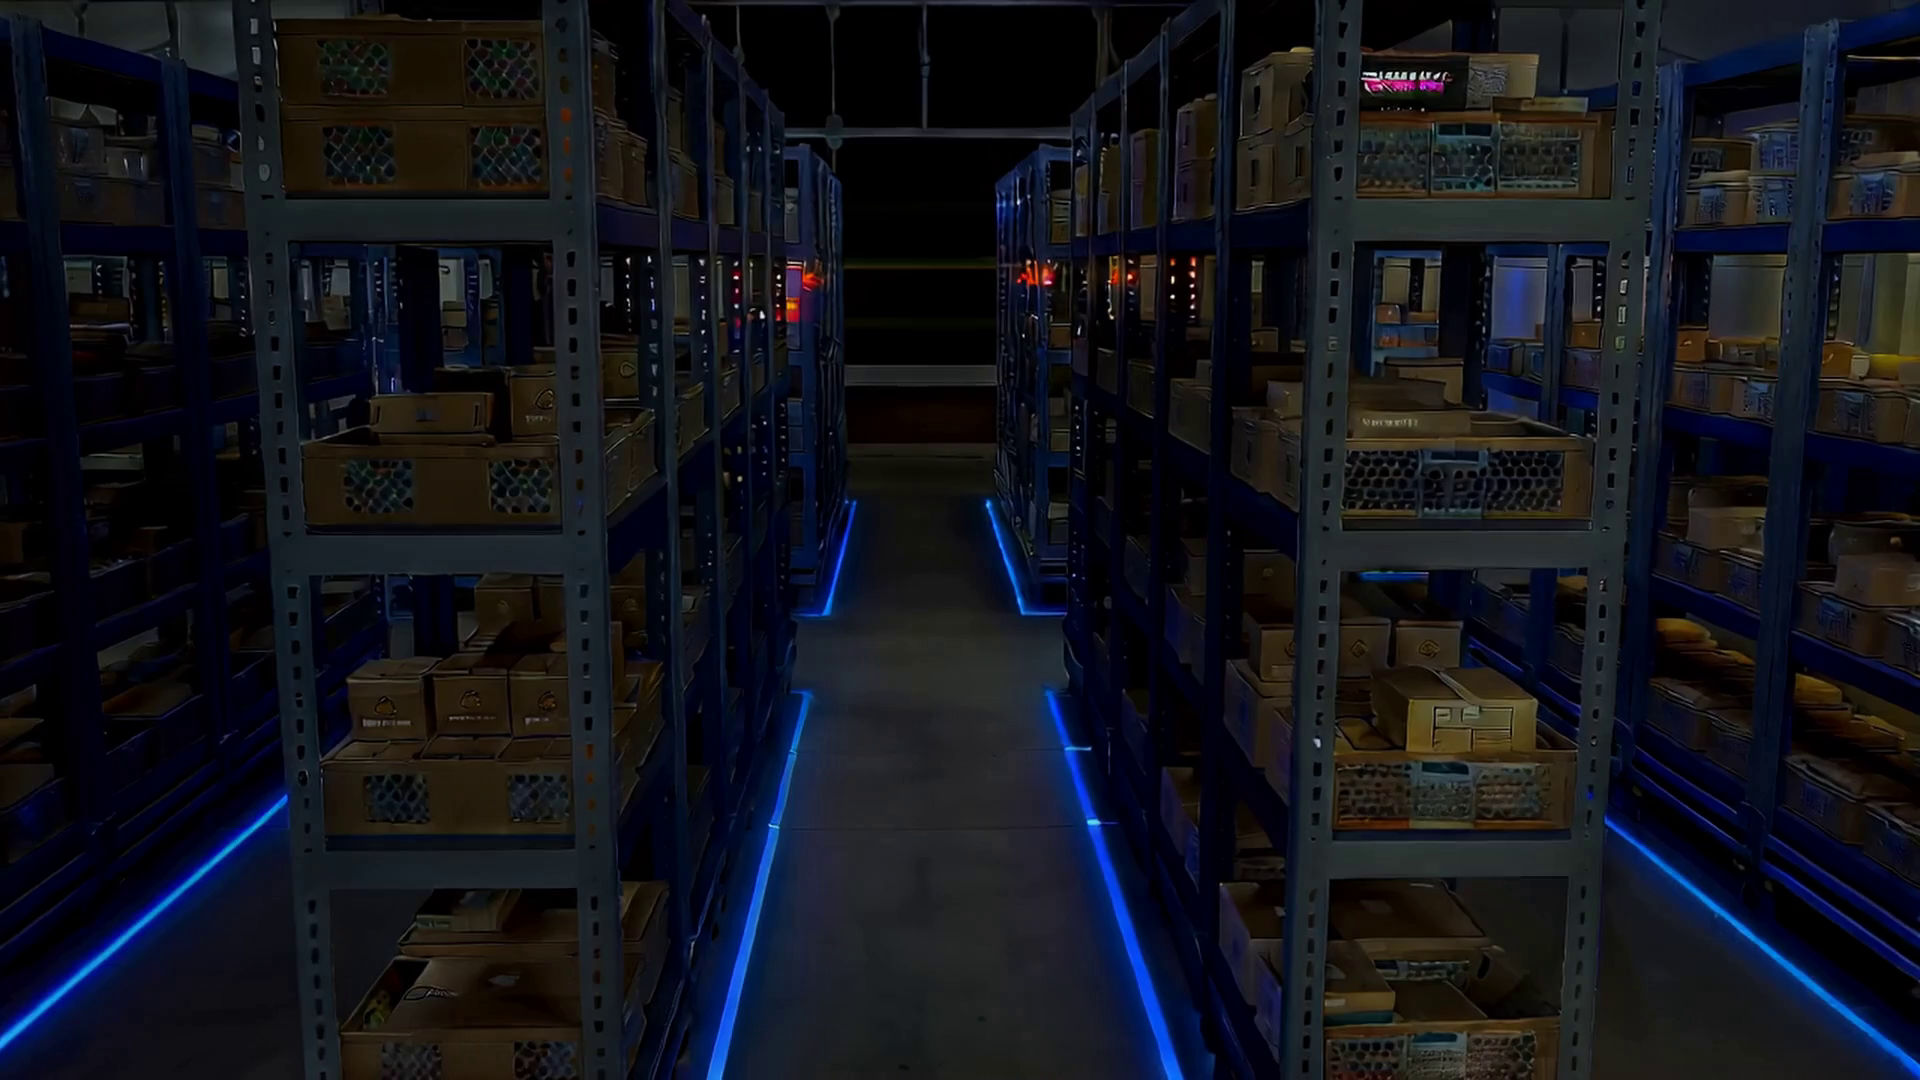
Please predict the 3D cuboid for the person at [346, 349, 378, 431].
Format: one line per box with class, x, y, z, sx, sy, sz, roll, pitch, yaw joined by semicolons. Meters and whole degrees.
person;-5.466;-0.801;15.267;0.436;1.981;0.628;-2;10;-15
